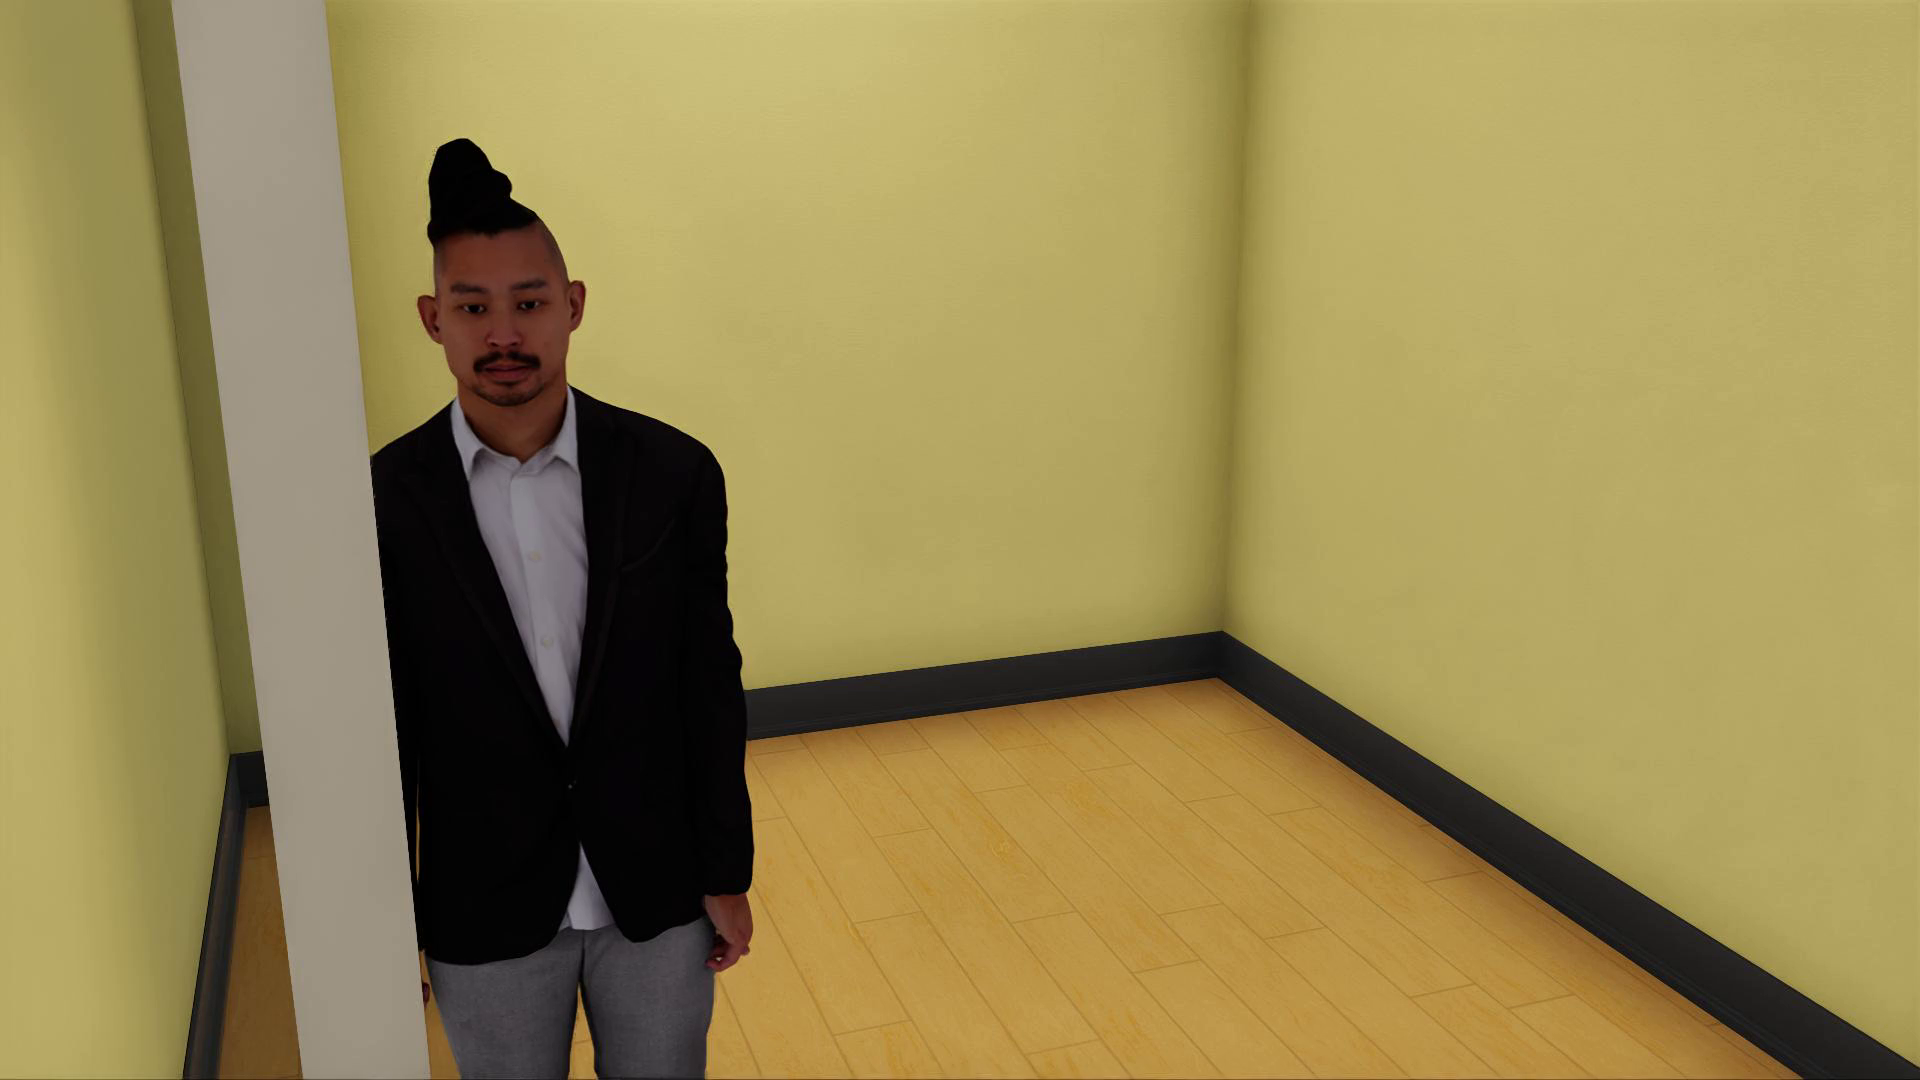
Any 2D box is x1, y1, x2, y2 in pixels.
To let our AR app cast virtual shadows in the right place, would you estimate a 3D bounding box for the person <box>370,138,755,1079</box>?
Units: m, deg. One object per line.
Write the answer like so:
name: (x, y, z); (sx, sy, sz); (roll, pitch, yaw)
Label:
person: (-0.560, 0.435, 2.338); (0.509, 1.951, 0.759); (-5, 17, -18)
